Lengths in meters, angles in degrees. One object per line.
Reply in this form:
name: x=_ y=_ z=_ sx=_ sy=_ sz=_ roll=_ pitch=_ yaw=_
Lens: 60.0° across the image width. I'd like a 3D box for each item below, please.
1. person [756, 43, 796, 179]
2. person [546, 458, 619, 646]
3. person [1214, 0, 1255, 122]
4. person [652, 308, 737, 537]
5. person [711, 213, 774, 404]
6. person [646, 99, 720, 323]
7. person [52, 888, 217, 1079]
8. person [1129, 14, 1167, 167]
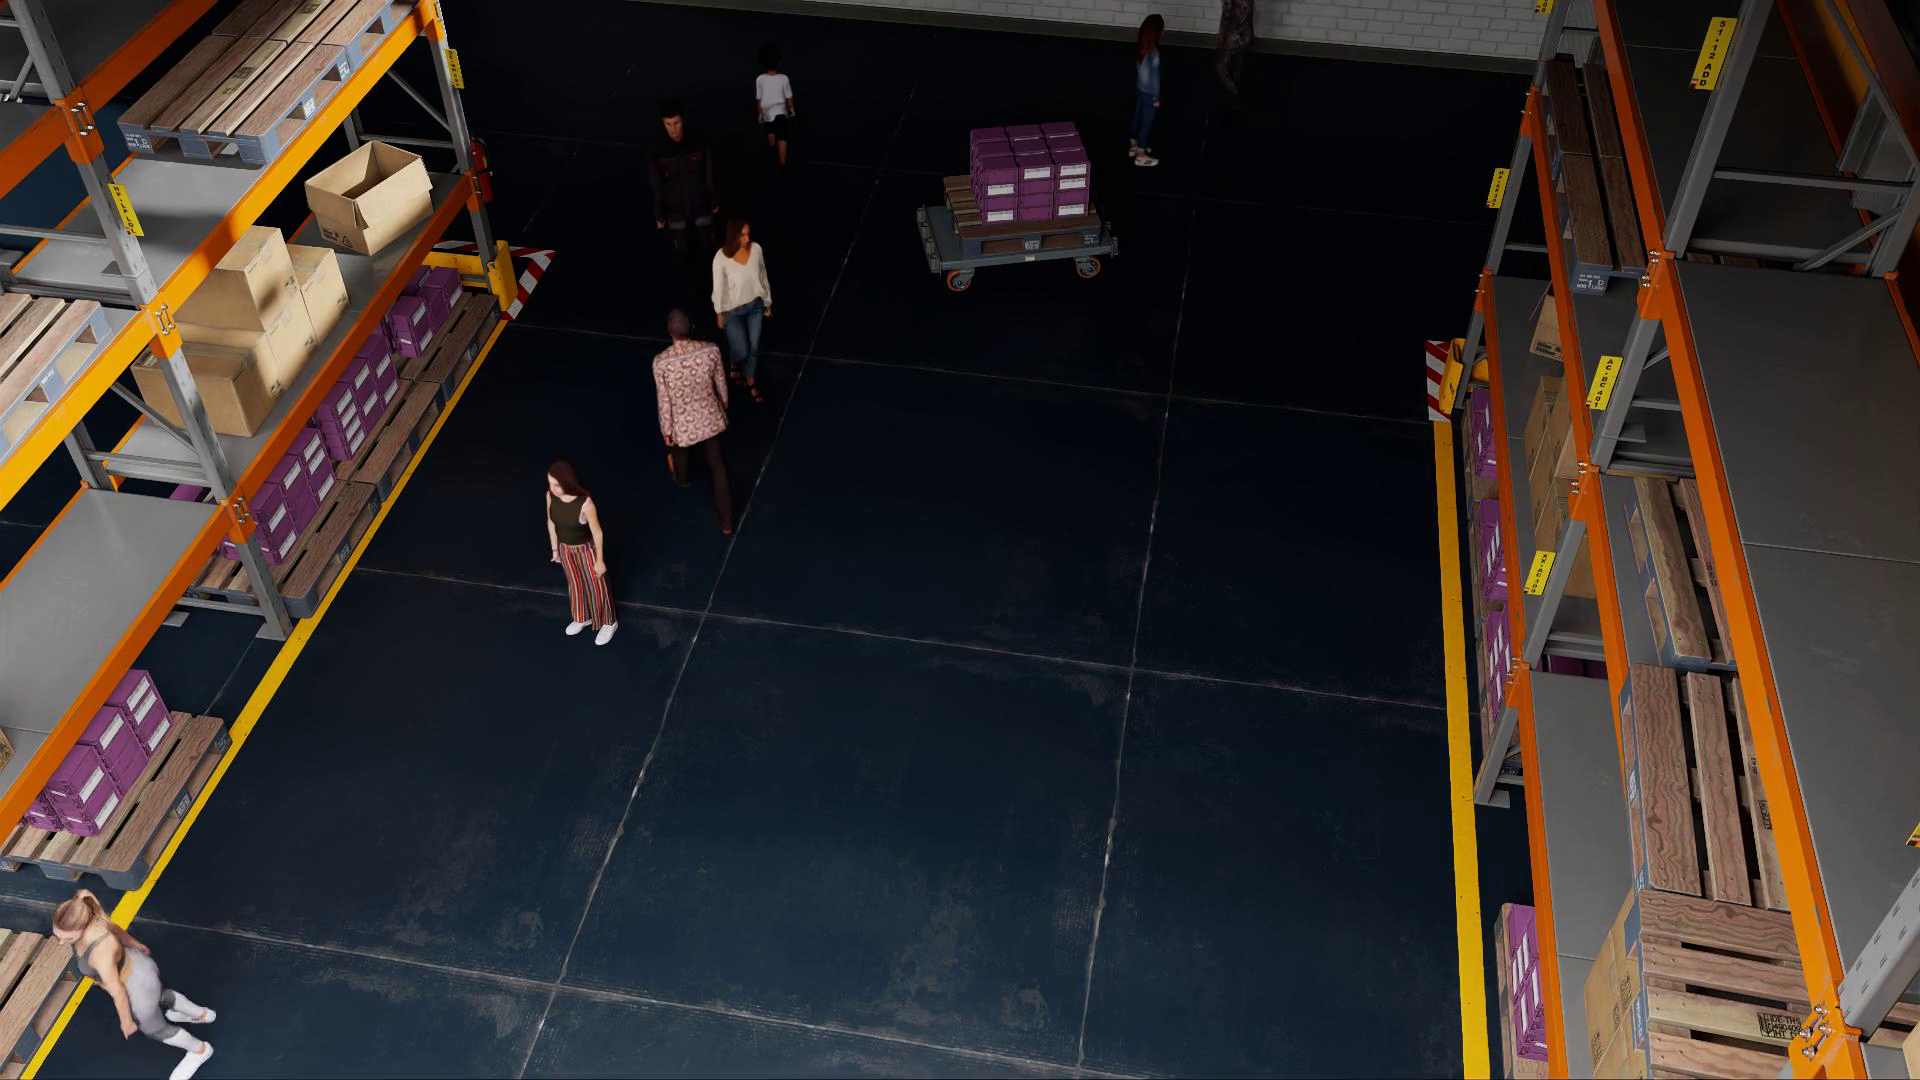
person: x=-1.714 y=-3.961 z=15.458 sx=0.664 sy=1.227 sz=0.946 roll=-4 pitch=44 yaw=-4
person: x=-2.513 y=0.058 z=10.997 sx=0.609 sy=1.561 sz=0.587 roll=18 pitch=47 yaw=18
person: x=2.692 y=-4.767 z=15.959 sx=0.842 sy=1.702 sz=0.914 roll=-20 pitch=47 yaw=-20
person: x=-1.835 y=-0.779 z=11.730 sx=1.129 sy=1.761 sz=1.286 roll=-17 pitch=46 yaw=-17
person: x=-1.731 y=-1.831 z=12.899 sx=0.786 sy=1.673 sz=0.848 roll=-27 pitch=50 yaw=-25
person: x=-2.272 y=-2.818 z=13.759 sx=0.955 sy=1.914 sz=1.178 roll=-8 pitch=44 yaw=-8
person: x=-4.225 y=2.258 z=8.606 sx=0.887 sy=1.674 sz=0.802 roll=-12 pitch=45 yaw=-12
person: x=1.752 y=-4.209 z=15.537 sx=0.688 sy=1.476 sz=0.571 roll=-12 pitch=45 yaw=-12
